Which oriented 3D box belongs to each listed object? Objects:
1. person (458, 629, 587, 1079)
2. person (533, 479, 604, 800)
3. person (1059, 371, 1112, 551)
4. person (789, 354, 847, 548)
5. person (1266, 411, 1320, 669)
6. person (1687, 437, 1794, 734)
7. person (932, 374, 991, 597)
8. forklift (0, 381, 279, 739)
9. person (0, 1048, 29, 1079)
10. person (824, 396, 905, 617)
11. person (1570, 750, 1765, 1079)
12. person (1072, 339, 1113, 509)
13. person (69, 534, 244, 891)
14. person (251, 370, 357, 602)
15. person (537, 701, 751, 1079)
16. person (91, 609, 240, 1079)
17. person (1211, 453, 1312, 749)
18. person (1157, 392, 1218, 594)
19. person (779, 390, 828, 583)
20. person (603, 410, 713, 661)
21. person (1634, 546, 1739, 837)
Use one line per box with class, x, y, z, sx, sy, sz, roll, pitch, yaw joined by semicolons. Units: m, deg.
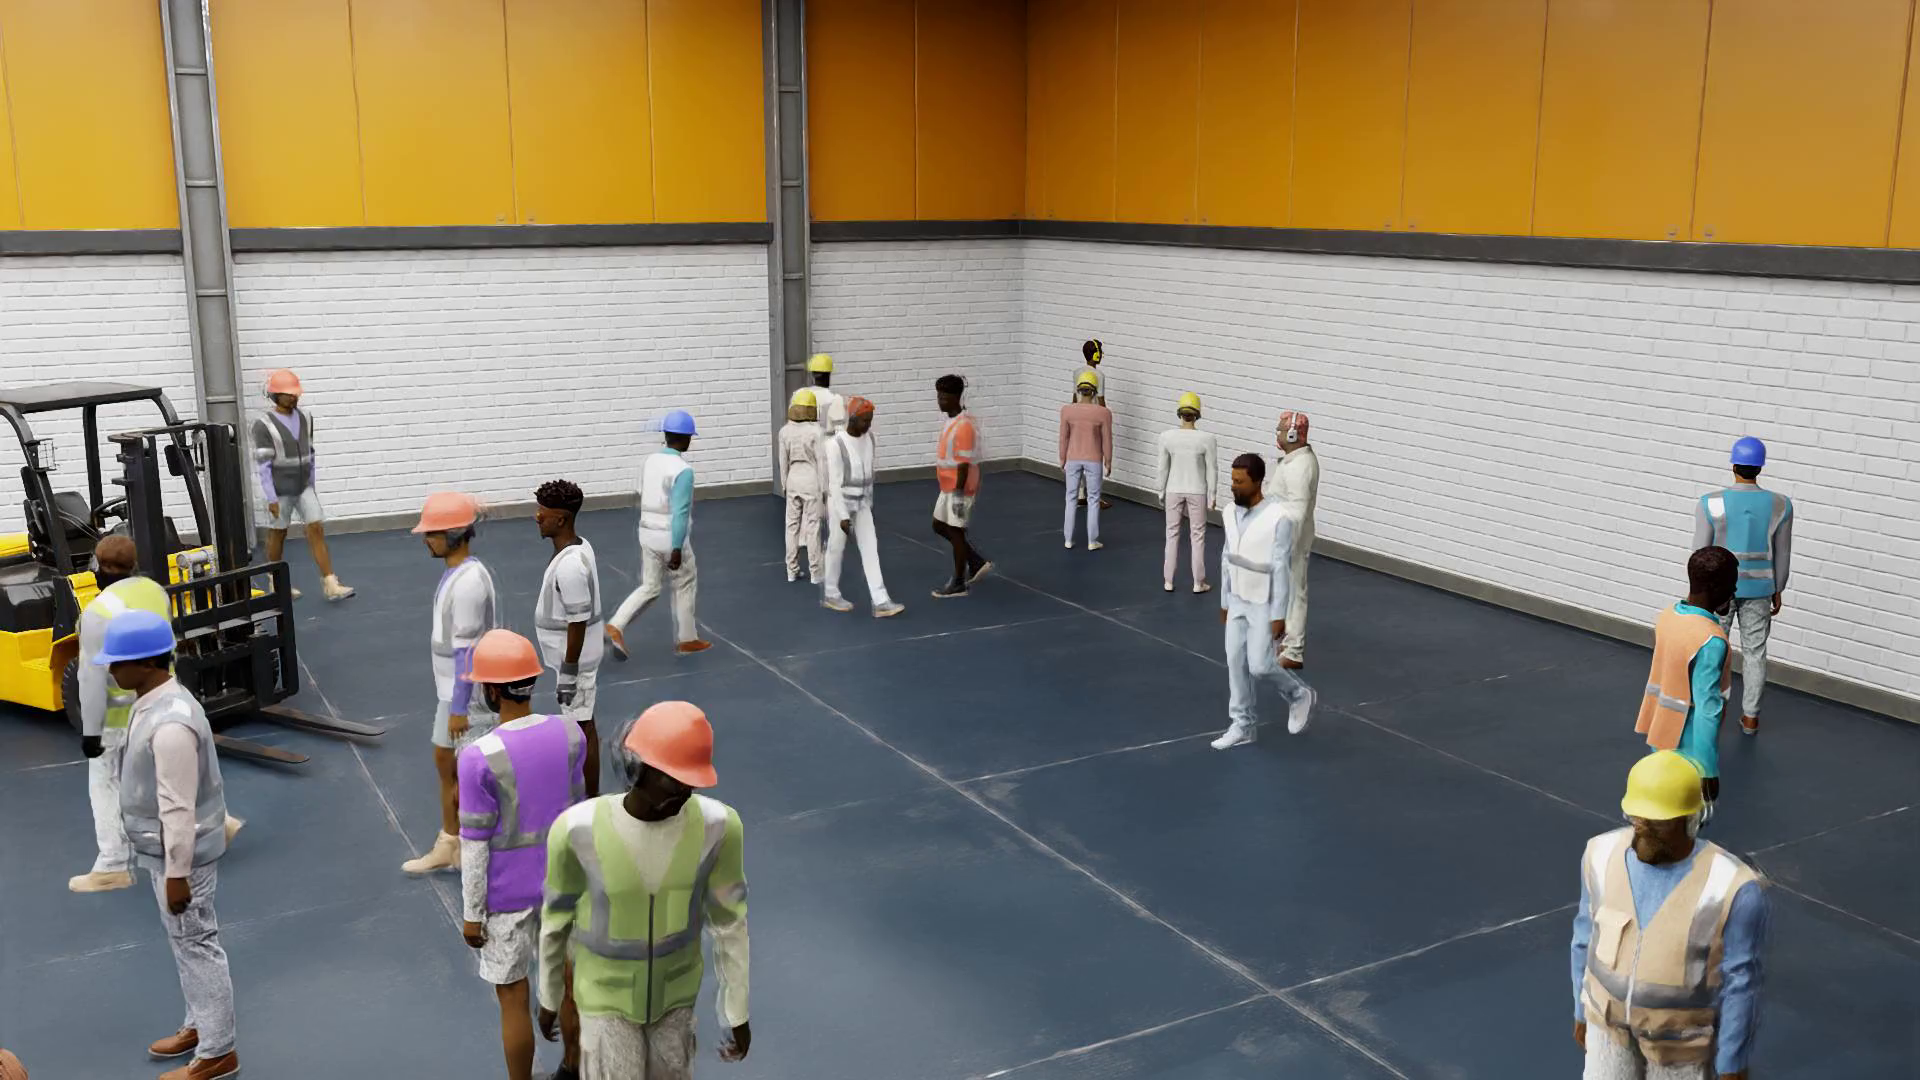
person;-1.646;1.278;6.239;0.389;1.930;0.544;9;15;36
person;-2.147;0.633;9.167;0.367;1.967;0.603;-2;12;-11
person;1.226;-0.770;16.246;0.532;1.758;0.345;3;12;15
person;-1.337;-0.900;16.538;0.615;1.877;0.977;8;14;32
person;2.421;0.001;12.272;0.406;1.910;0.639;3;12;15
person;5.030;0.301;10.769;0.602;1.949;0.387;3;12;12
person;-0.015;-0.466;14.357;0.467;1.946;0.622;-3;12;-14
forklift;-5.853;0.085;11.199;2.313;2.155;1.214;7;14;28
person;-2.183;1.929;3.863;0.315;1.641;0.514;1;12;3
person;-0.828;-0.264;13.672;0.942;1.832;0.587;11;16;41
person;2.253;1.524;5.348;0.654;1.817;0.603;-12;17;-44
person;1.454;-1.270;18.327;0.328;1.868;0.508;-10;15;-38
person;-4.161;0.868;8.443;0.680;1.814;0.665;0;12;-1
person;-5.593;-0.433;14.081;0.992;1.995;0.628;7;14;28
person;-0.990;1.447;5.280;0.641;1.993;0.595;-5;13;-22
person;-3.106;1.207;6.551;0.414;1.940;0.609;-7;14;-31
person;1.908;0.380;10.507;0.600;1.900;0.616;-7;14;-31
person;1.986;-0.408;14.523;0.533;1.766;0.318;4;13;18
person;-1.381;-0.478;14.926;0.485;1.736;0.308;6;14;27
person;-2.293;-0.008;12.387;0.880;1.897;0.618;-12;17;-44
person;3.375;0.963;7.763;0.397;1.911;0.587;1;12;4
